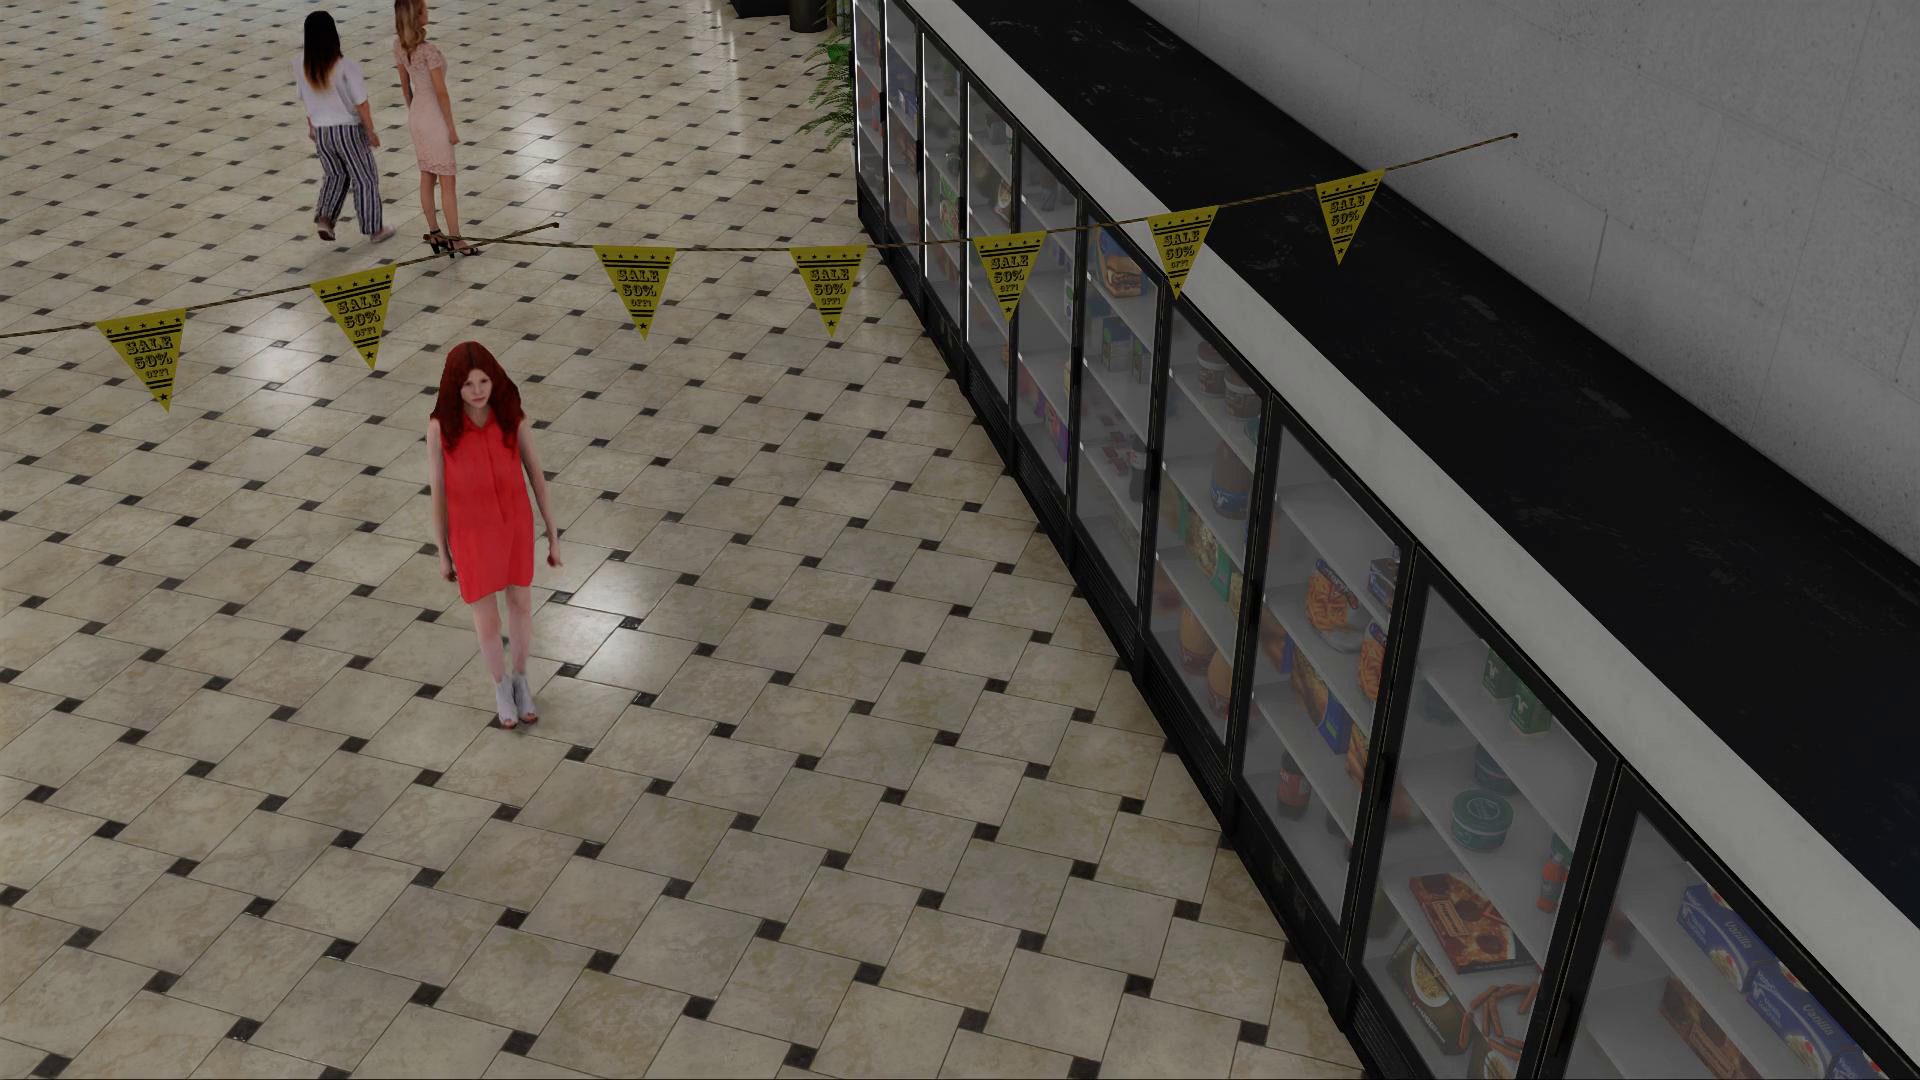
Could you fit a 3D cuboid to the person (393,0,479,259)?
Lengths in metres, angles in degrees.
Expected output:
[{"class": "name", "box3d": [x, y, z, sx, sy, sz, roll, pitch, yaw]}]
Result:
[{"class": "person", "box3d": [-3.671, -2.840, 11.506, 0.639, 1.805, 0.679, 21, 37, 30]}]

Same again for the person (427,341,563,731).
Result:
[{"class": "person", "box3d": [-1.973, -0.024, 6.971, 0.619, 1.813, 0.750, -16, 35, -24]}]

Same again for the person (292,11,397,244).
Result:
[{"class": "person", "box3d": [-4.360, -2.830, 11.617, 0.963, 1.669, 0.987, 9, 33, 14]}]
